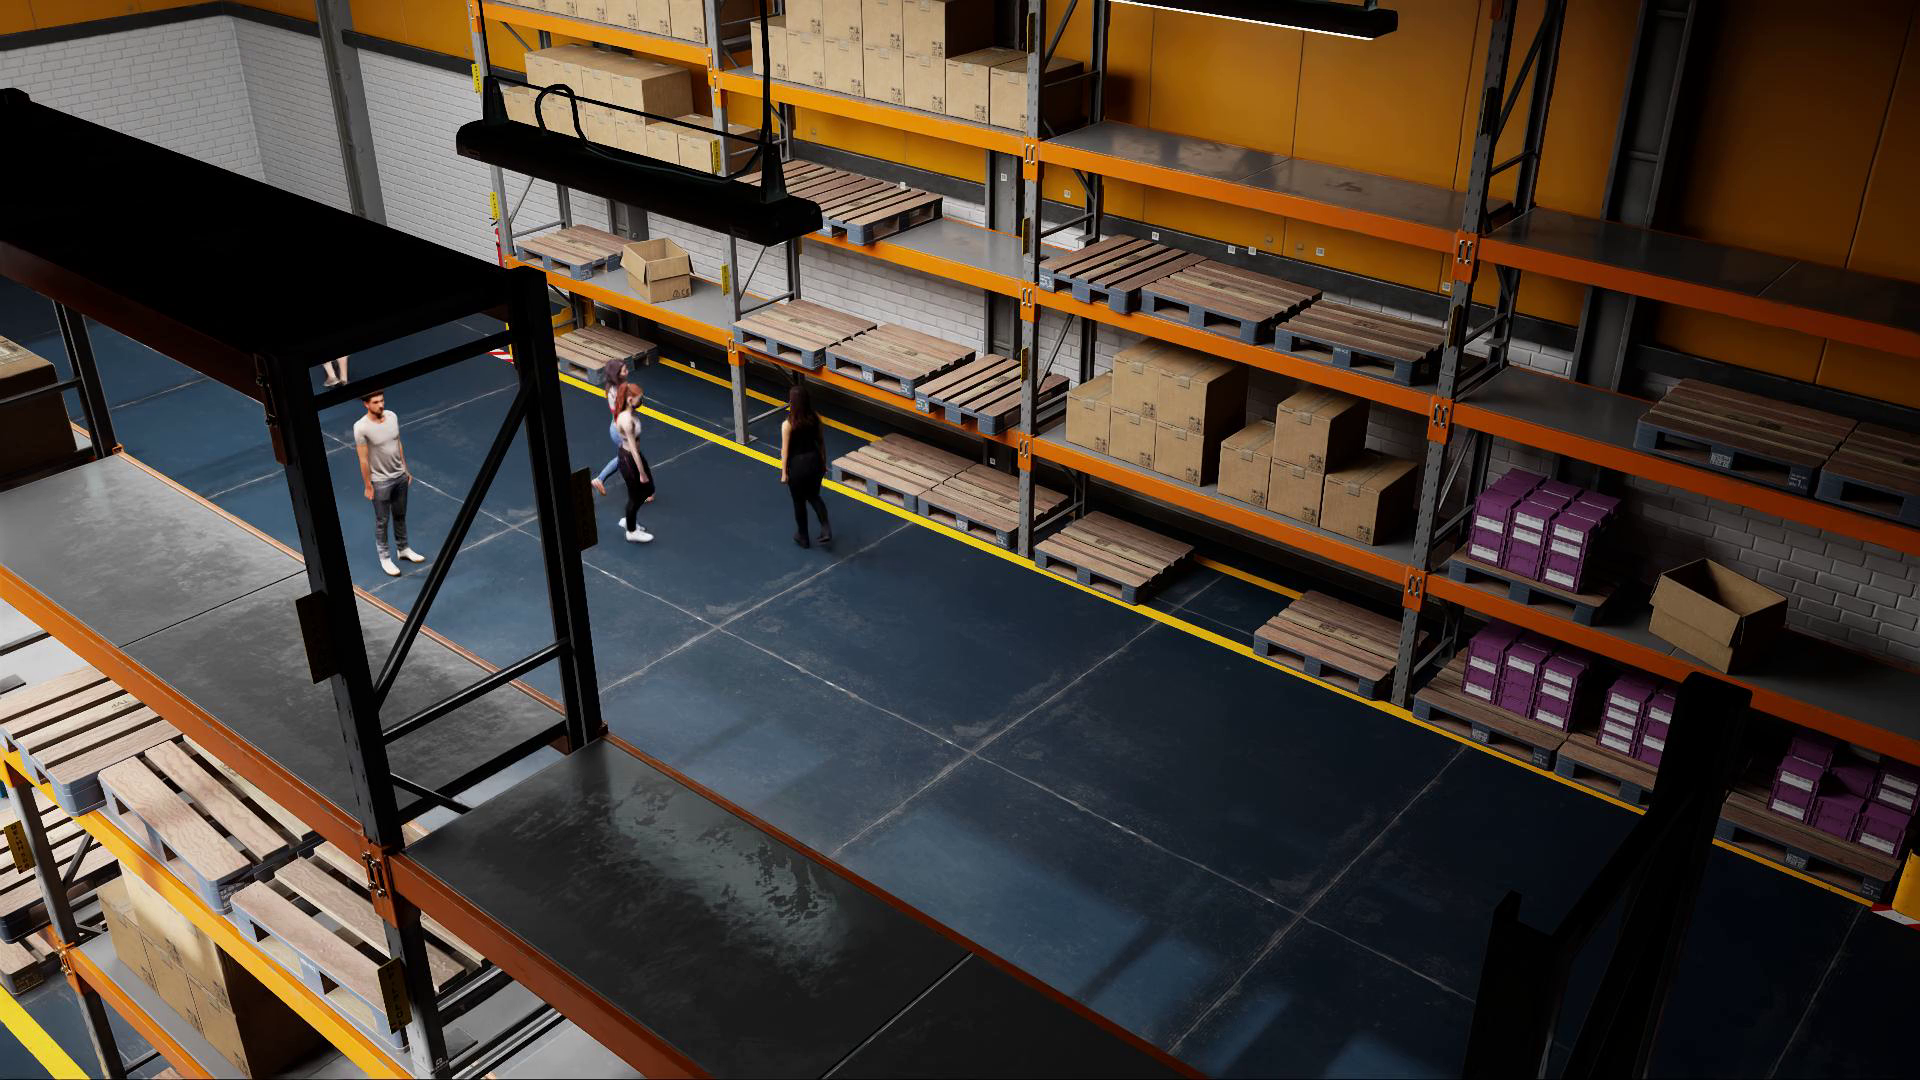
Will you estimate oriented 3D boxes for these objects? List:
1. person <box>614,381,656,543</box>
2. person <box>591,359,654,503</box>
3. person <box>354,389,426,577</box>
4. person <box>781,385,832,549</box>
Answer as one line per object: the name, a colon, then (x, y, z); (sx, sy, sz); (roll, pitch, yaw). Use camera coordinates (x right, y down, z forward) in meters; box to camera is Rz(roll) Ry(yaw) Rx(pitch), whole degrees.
person: (-3.250, -0.727, 16.058); (0.803, 1.735, 0.748); (-2, 29, -4)
person: (-3.489, -1.074, 16.838); (0.932, 1.598, 0.909); (-6, 29, -12)
person: (-5.408, -0.601, 15.663); (0.594, 1.893, 0.705); (16, 32, 26)
person: (-1.448, -0.648, 15.980); (0.720, 1.673, 0.839); (-22, 35, -34)
